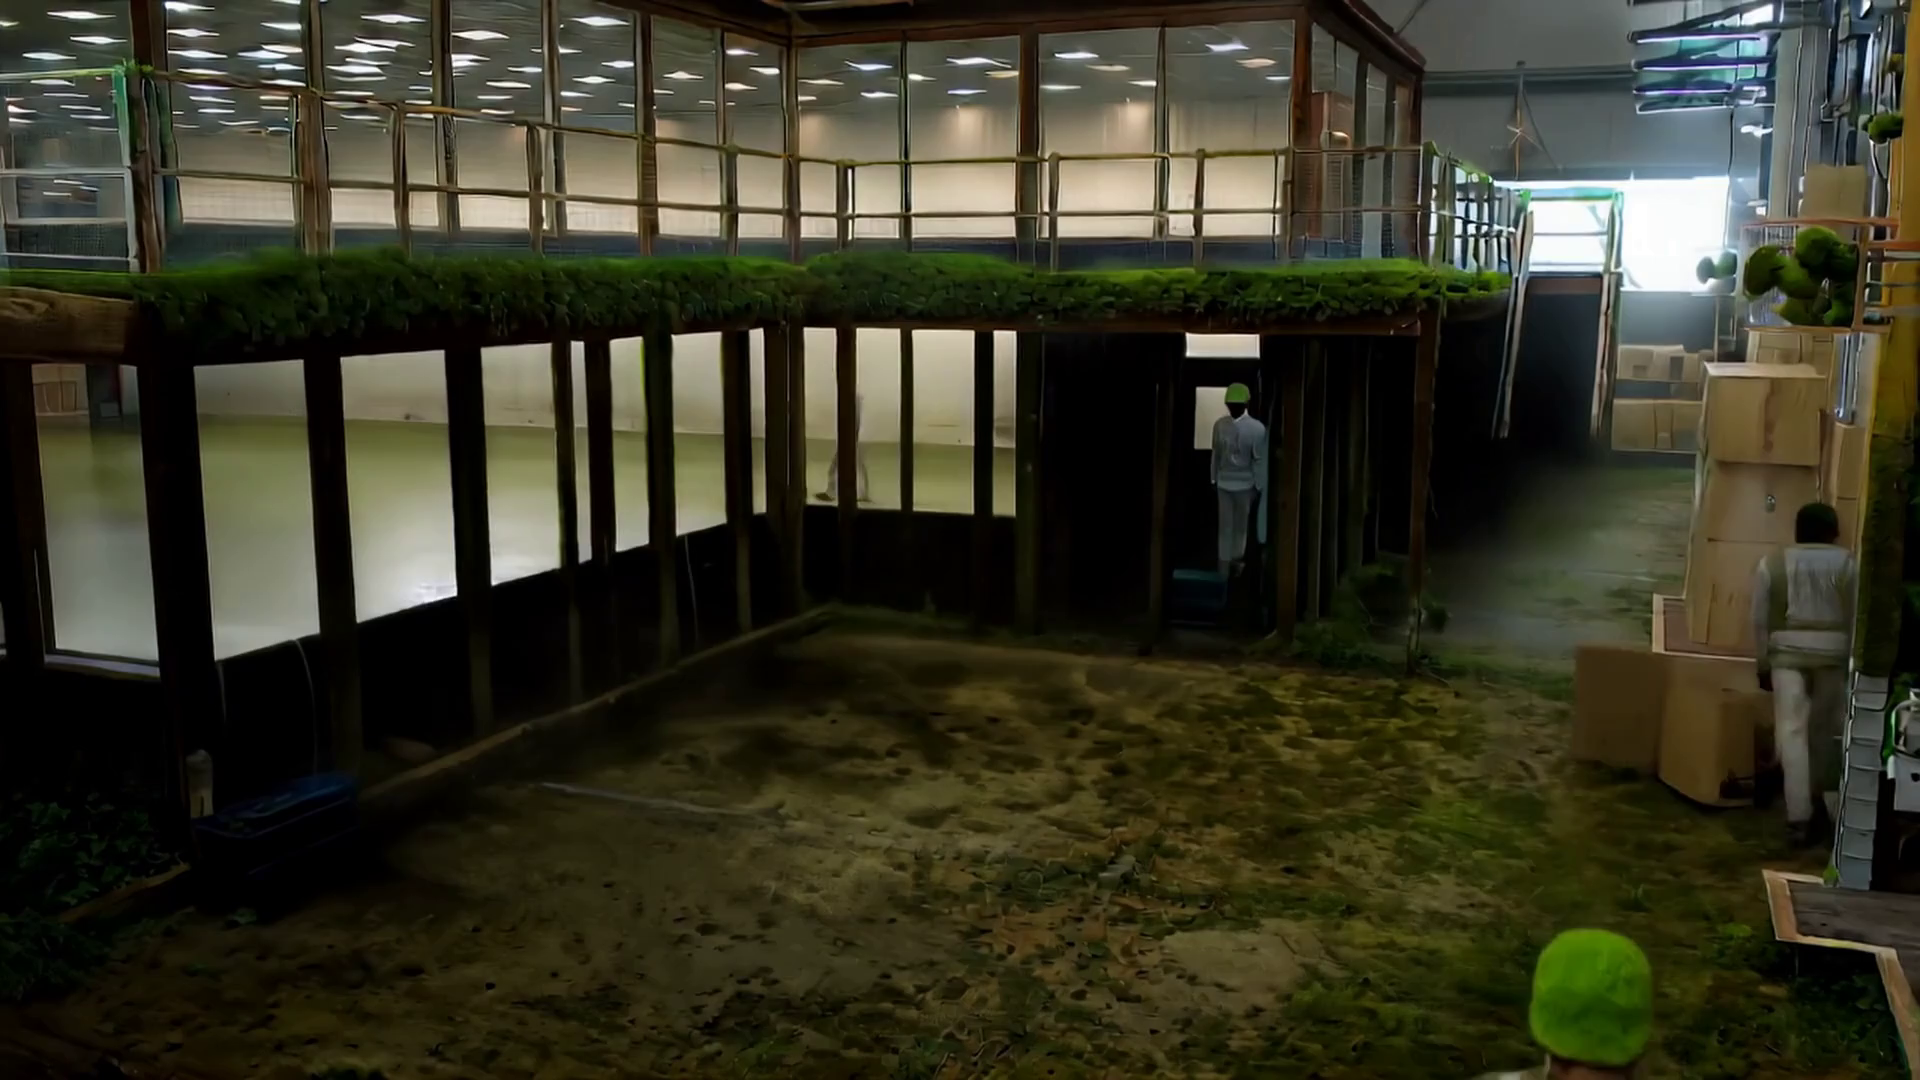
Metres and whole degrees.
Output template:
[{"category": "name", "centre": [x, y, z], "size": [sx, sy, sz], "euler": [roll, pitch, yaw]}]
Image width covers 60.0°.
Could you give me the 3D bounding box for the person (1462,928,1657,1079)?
[{"category": "person", "centre": [1.138, 1.603, 3.175], "size": [0.626, 1.917, 0.935], "euler": [3, 10, 18]}]

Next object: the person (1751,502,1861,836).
[{"category": "person", "centre": [4.677, 0.702, 9.115], "size": [0.634, 1.801, 0.892], "euler": [3, 10, 20]}]

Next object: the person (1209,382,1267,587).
[{"category": "person", "centre": [2.687, -0.544, 16.183], "size": [0.612, 1.986, 0.407], "euler": [8, 12, 42]}]
